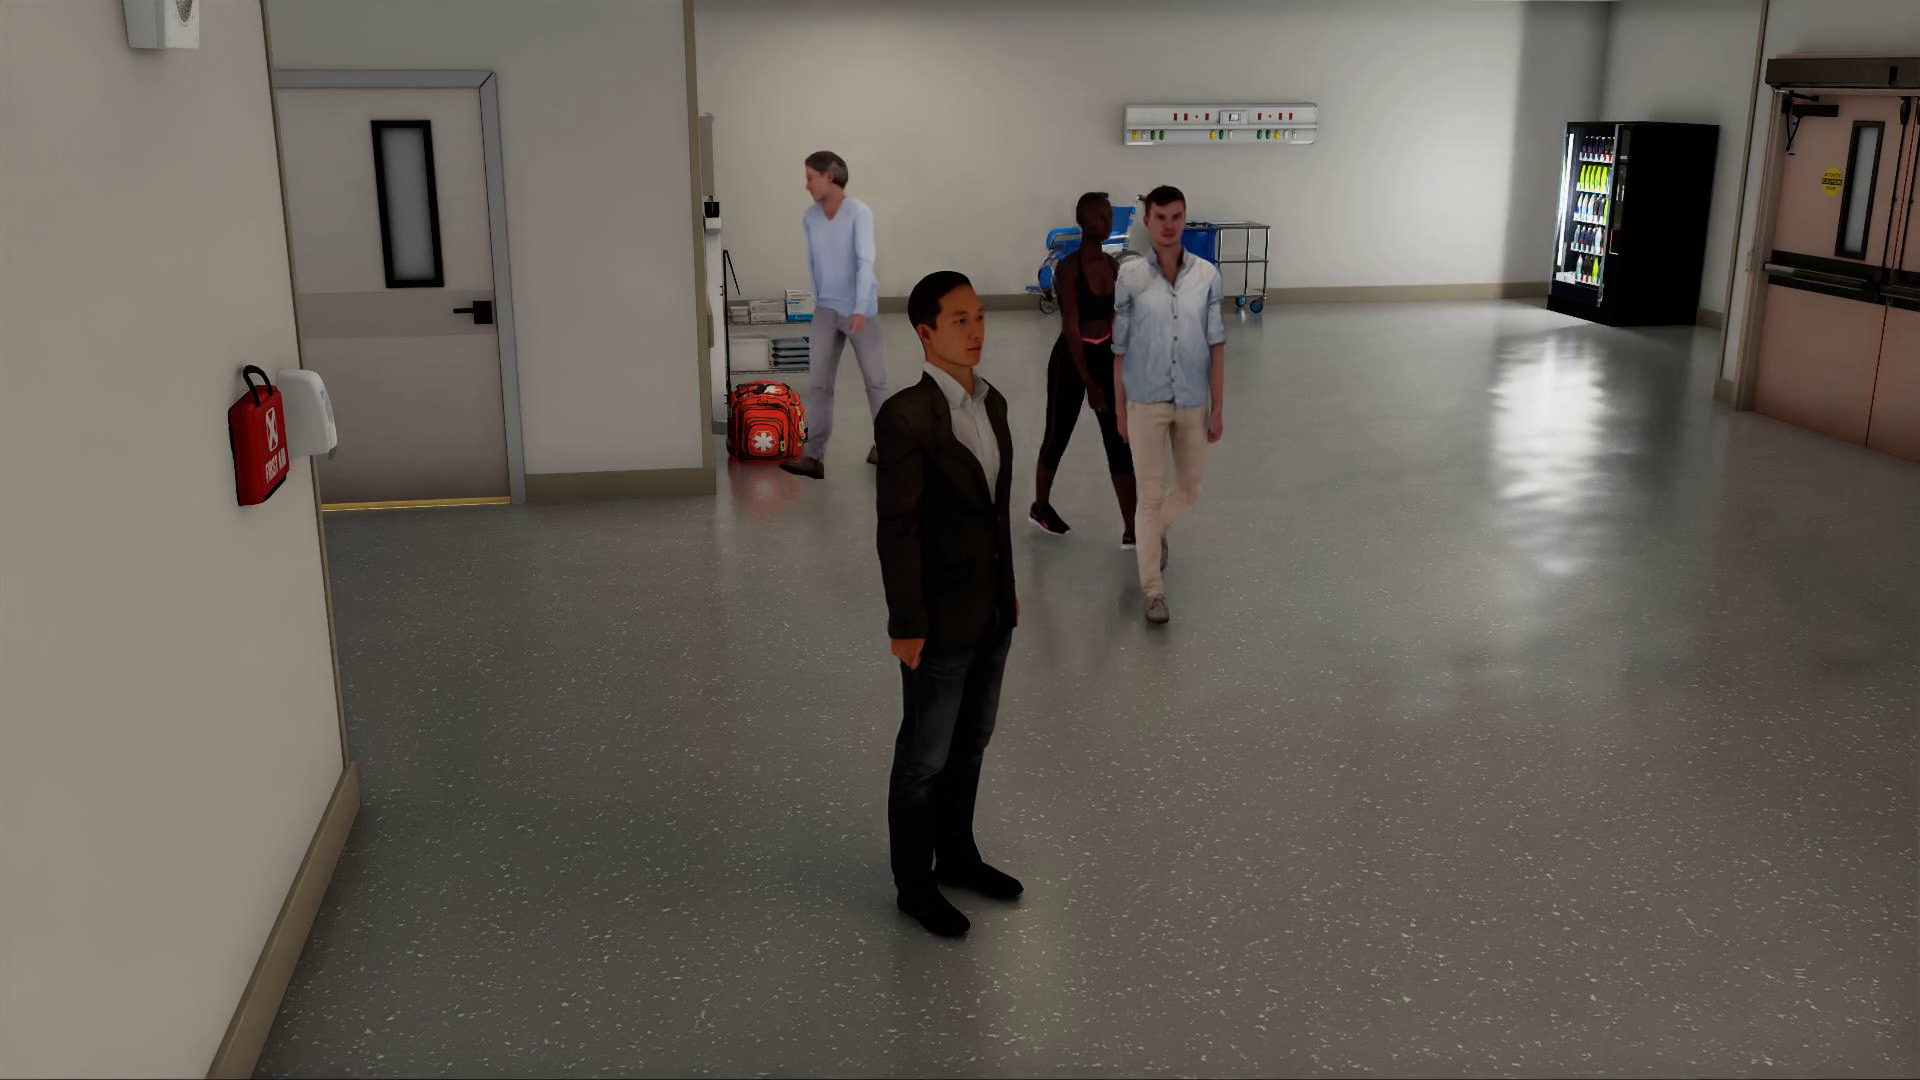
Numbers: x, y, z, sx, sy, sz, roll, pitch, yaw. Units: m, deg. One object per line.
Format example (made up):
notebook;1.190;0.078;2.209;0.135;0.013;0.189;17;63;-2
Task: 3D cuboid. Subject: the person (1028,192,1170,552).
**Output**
person;0.536;-0.795;8.148;0.910;1.708;1.232;-11;19;-34

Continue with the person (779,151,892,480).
person;-0.603;-1.283;9.657;1.129;1.828;1.295;7;17;23

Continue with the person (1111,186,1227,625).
person;0.897;-0.609;7.267;0.678;1.827;1.052;-1;16;-5

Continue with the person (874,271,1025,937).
person;-0.030;0.166;4.560;0.797;1.805;0.736;11;19;33
